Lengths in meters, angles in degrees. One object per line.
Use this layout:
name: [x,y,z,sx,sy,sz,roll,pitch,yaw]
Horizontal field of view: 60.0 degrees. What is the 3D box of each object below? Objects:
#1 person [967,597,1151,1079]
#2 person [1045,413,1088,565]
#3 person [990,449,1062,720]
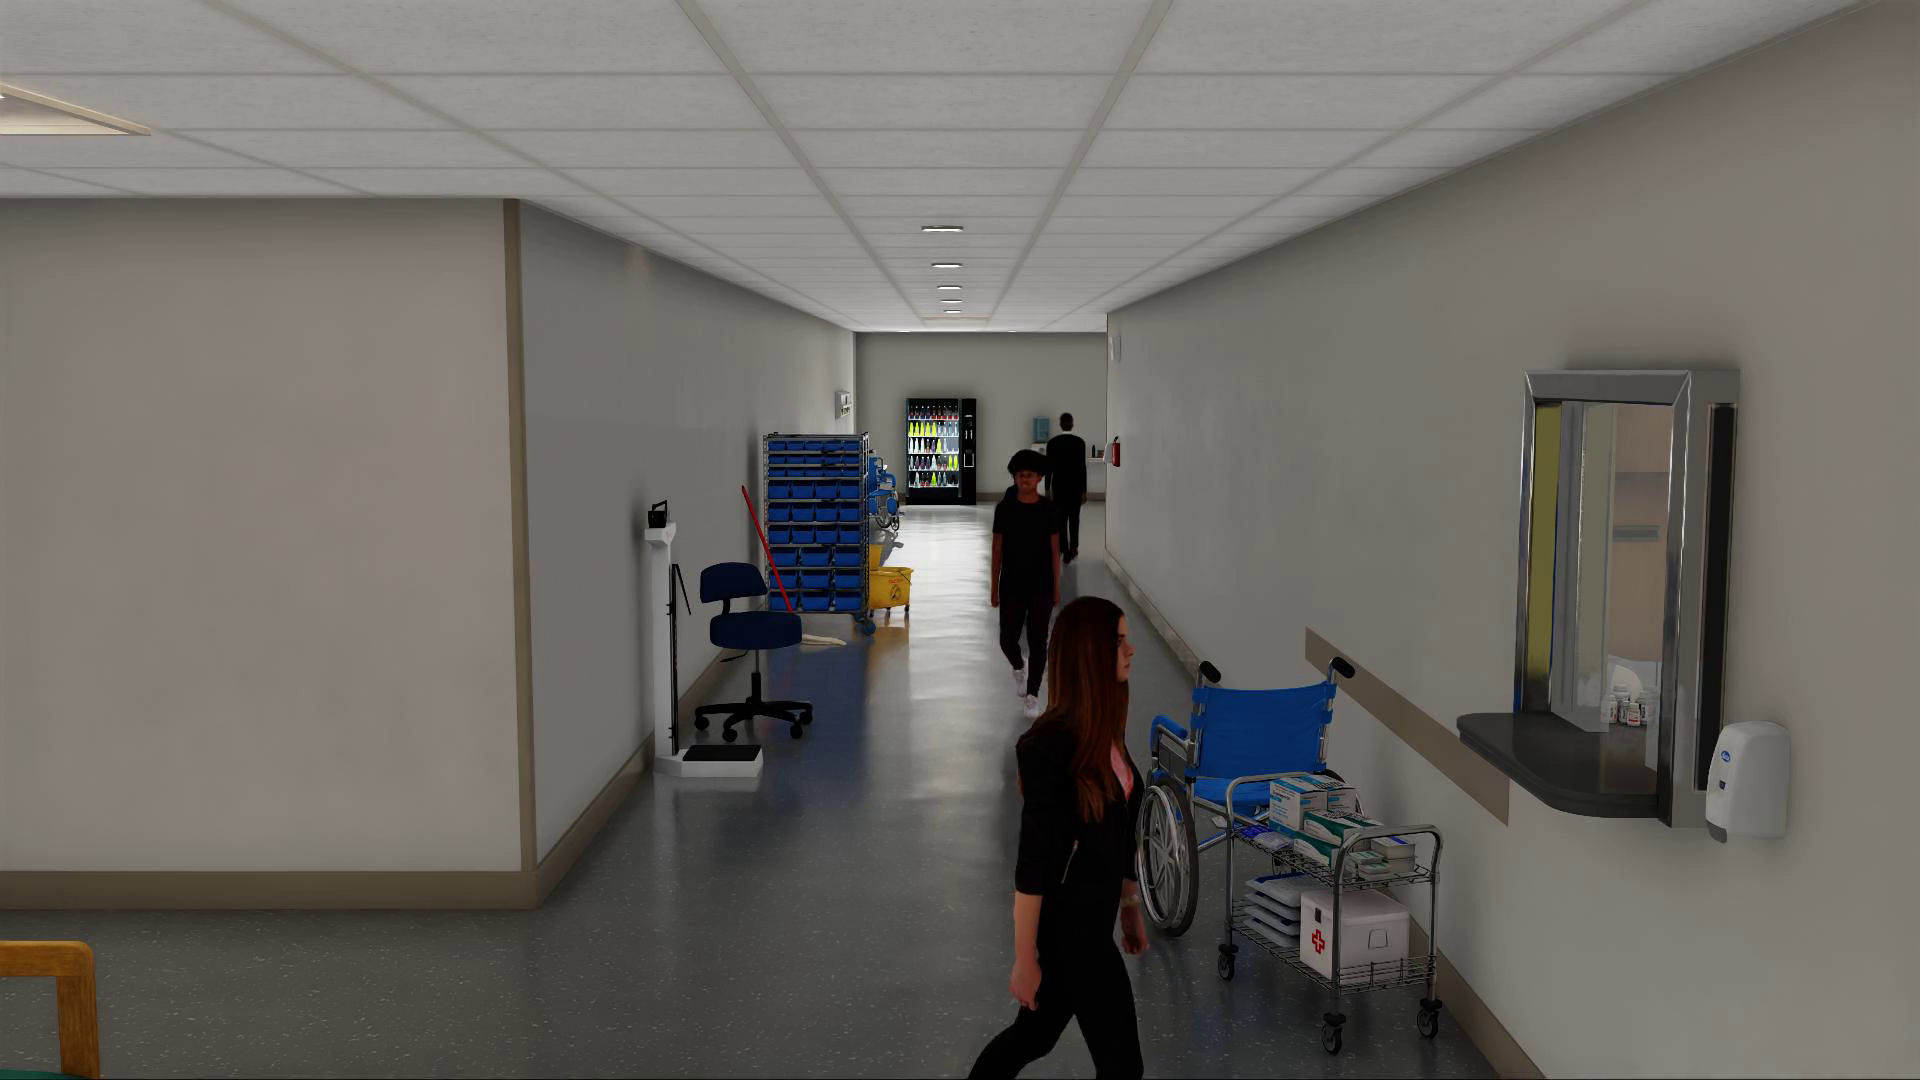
person: [0.217,1.006,4.360,1.242,1.674,0.987,3,6,27]
person: [1.262,-0.595,19.756,0.983,1.779,0.802,1,6,6]
person: [0.455,0.282,11.139,1.023,1.758,0.786,1,6,9]
